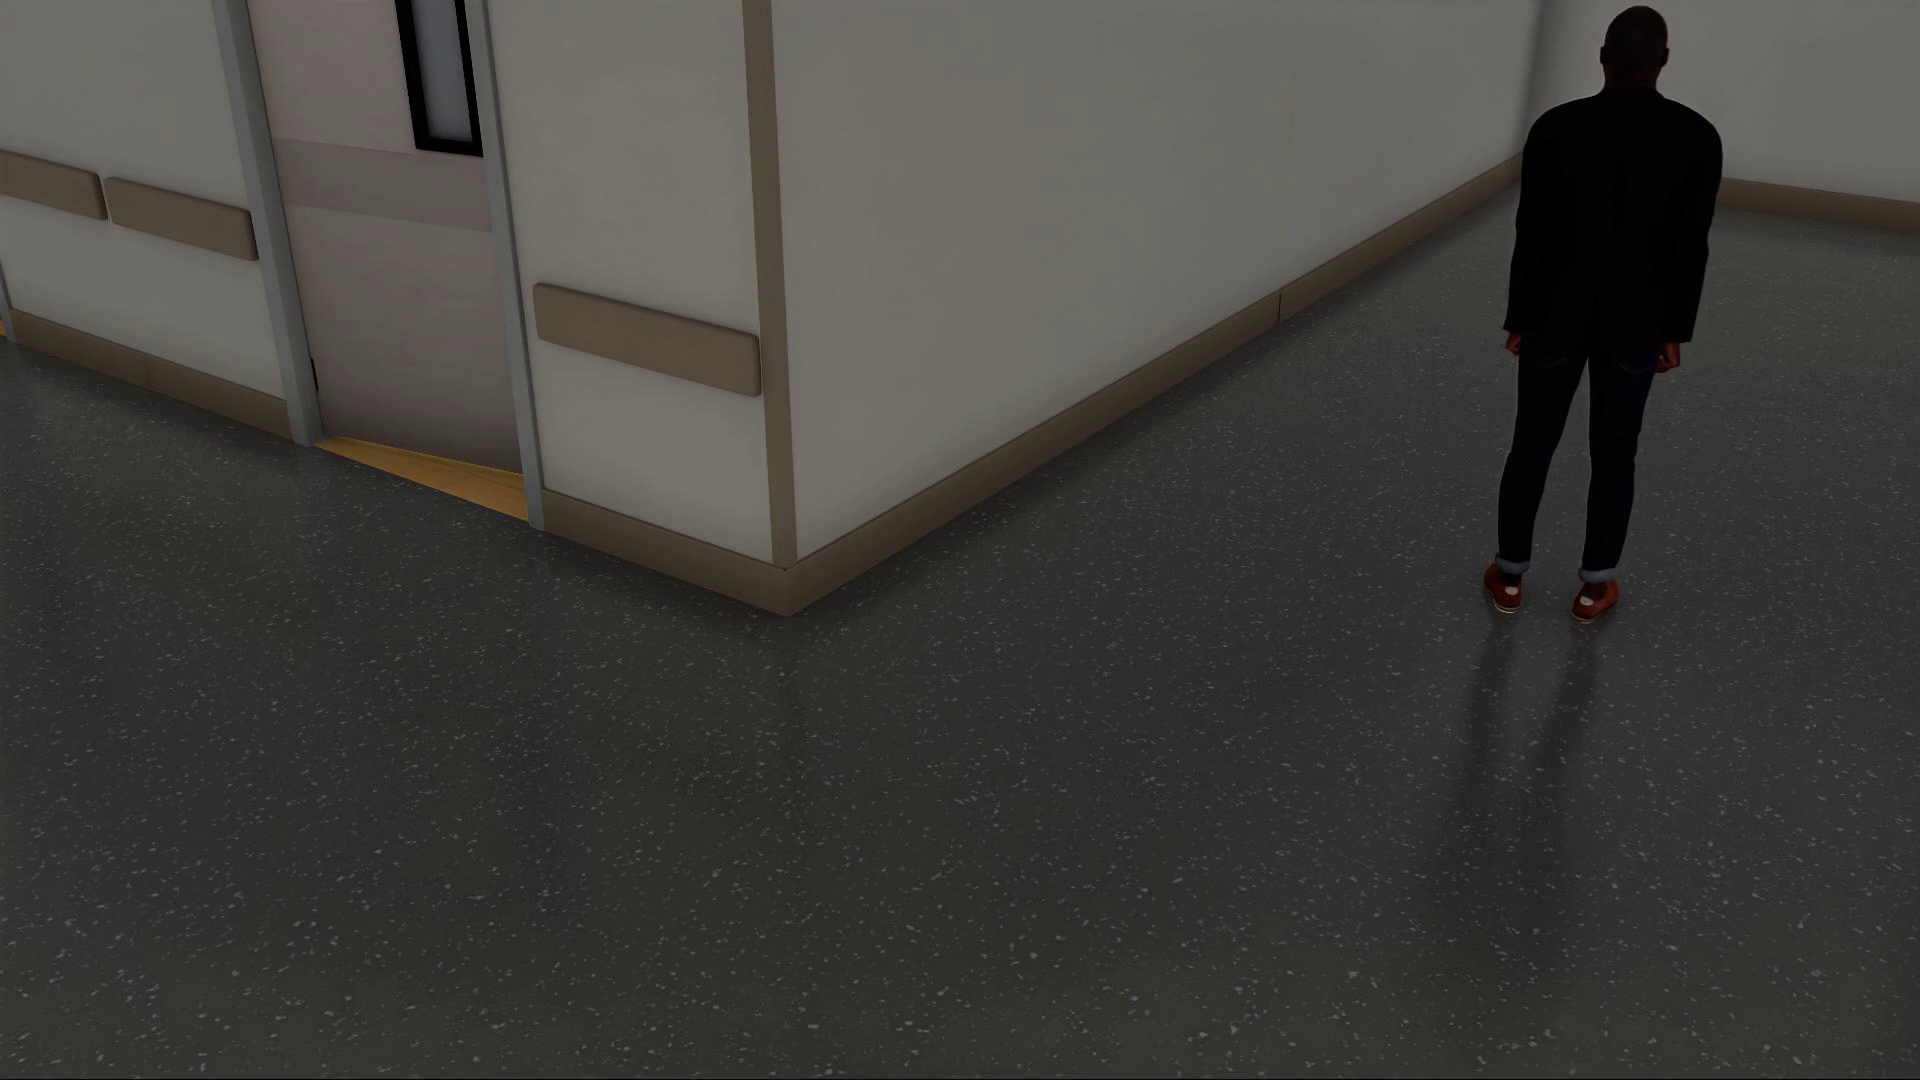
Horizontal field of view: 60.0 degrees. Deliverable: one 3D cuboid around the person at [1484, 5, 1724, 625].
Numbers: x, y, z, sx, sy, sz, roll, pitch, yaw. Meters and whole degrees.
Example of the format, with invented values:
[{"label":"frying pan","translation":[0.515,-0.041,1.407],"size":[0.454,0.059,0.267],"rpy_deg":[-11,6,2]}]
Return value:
[{"label":"person","translation":[1.850,-0.623,4.865],"size":[0.752,1.818,0.693],"rpy_deg":[9,27,18]}]
